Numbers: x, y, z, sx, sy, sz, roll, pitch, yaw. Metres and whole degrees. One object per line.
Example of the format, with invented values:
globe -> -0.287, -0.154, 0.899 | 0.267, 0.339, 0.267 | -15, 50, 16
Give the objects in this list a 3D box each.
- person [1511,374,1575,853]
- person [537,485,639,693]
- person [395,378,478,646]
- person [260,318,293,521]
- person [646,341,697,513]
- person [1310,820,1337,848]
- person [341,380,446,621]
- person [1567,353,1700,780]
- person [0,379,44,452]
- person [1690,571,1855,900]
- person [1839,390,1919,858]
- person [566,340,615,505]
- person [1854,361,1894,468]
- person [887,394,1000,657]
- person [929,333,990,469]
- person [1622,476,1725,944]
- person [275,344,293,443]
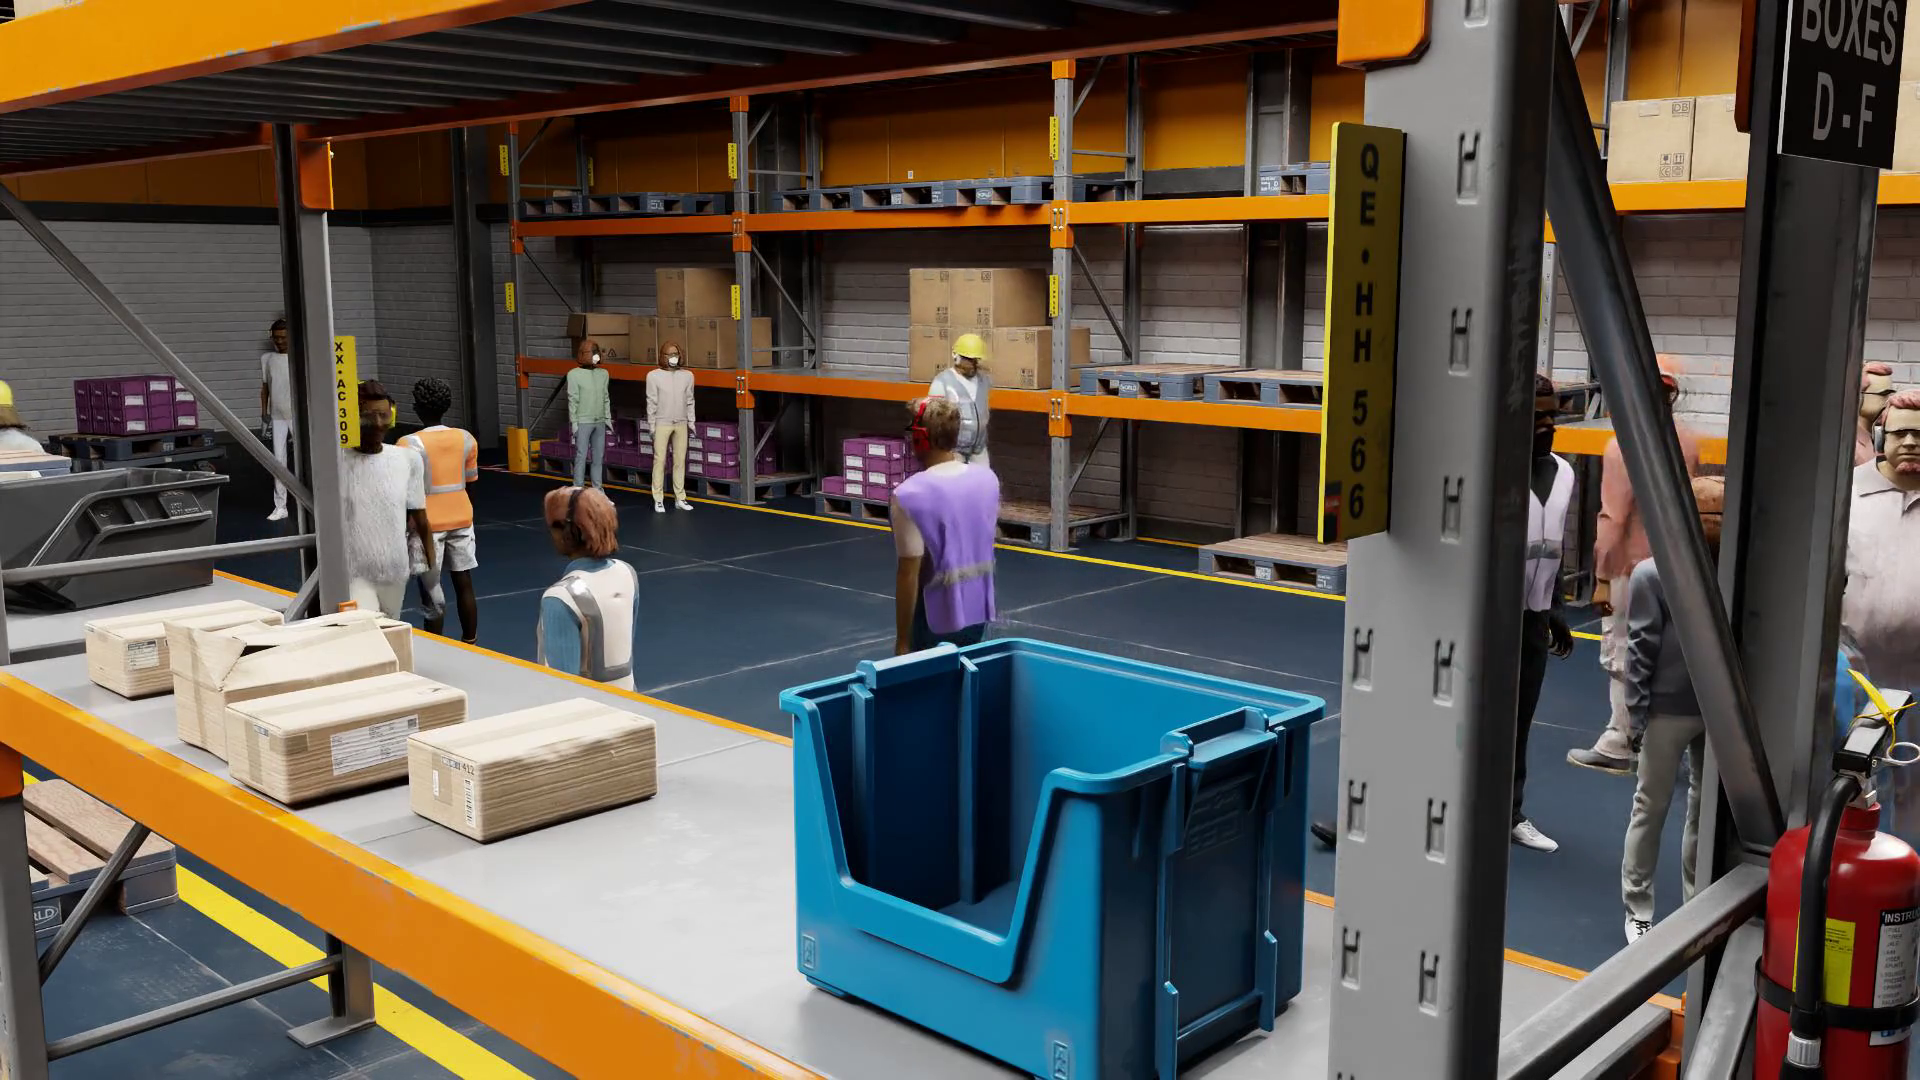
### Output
person -> 2.160, 0.300, 6.546 | 0.587, 1.920, 0.390 | -5, 11, -29
person -> -1.180, 0.635, 5.343 | 0.307, 1.642, 0.514 | 2, 10, 13
person -> -3.003, -0.083, 9.573 | 0.318, 1.697, 0.535 | 7, 11, 36
person -> -6.195, -1.106, 15.336 | 0.510, 1.865, 0.329 | -1, 9, -6
person -> -2.751, -1.081, 15.885 | 0.499, 1.634, 0.285 | -6, 11, -33
person -> 1.863, 0.304, 6.657 | 0.967, 1.882, 0.553 | -2, 10, -14
person -> -2.564, 0.212, 7.377 | 0.545, 1.820, 0.942 | -8, 12, -39
person -> 3.129, 0.149, 7.414 | 0.631, 1.951, 0.707 | -7, 11, -35
person -> -5.300, -0.040, 9.224 | 0.491, 1.721, 0.668 | -9, 13, -44
person -> 1.973, 0.797, 4.238 | 0.781, 1.662, 0.553 | 6, 11, 34
person -> 3.219, 0.435, 5.760 | 0.650, 1.907, 0.409 | 4, 10, 24
person -> -3.579, -1.122, 16.129 | 0.280, 1.636, 0.503 | 7, 12, 37
person -> 4.037, 0.141, 7.561 | 0.403, 1.906, 0.651 | 7, 12, 37
person -> -0.065, 0.340, 6.634 | 0.578, 1.853, 0.564 | -9, 13, -44
person -> -0.001, -0.754, 13.337 | 0.620, 1.807, 0.494 | -7, 11, -35
person -> 2.477, 0.594, 5.606 | 0.500, 1.636, 0.280 | -1, 9, -7
person -> -8.786, -2.243, 22.111 | 0.585, 1.928, 0.366 | -6, 11, -32
